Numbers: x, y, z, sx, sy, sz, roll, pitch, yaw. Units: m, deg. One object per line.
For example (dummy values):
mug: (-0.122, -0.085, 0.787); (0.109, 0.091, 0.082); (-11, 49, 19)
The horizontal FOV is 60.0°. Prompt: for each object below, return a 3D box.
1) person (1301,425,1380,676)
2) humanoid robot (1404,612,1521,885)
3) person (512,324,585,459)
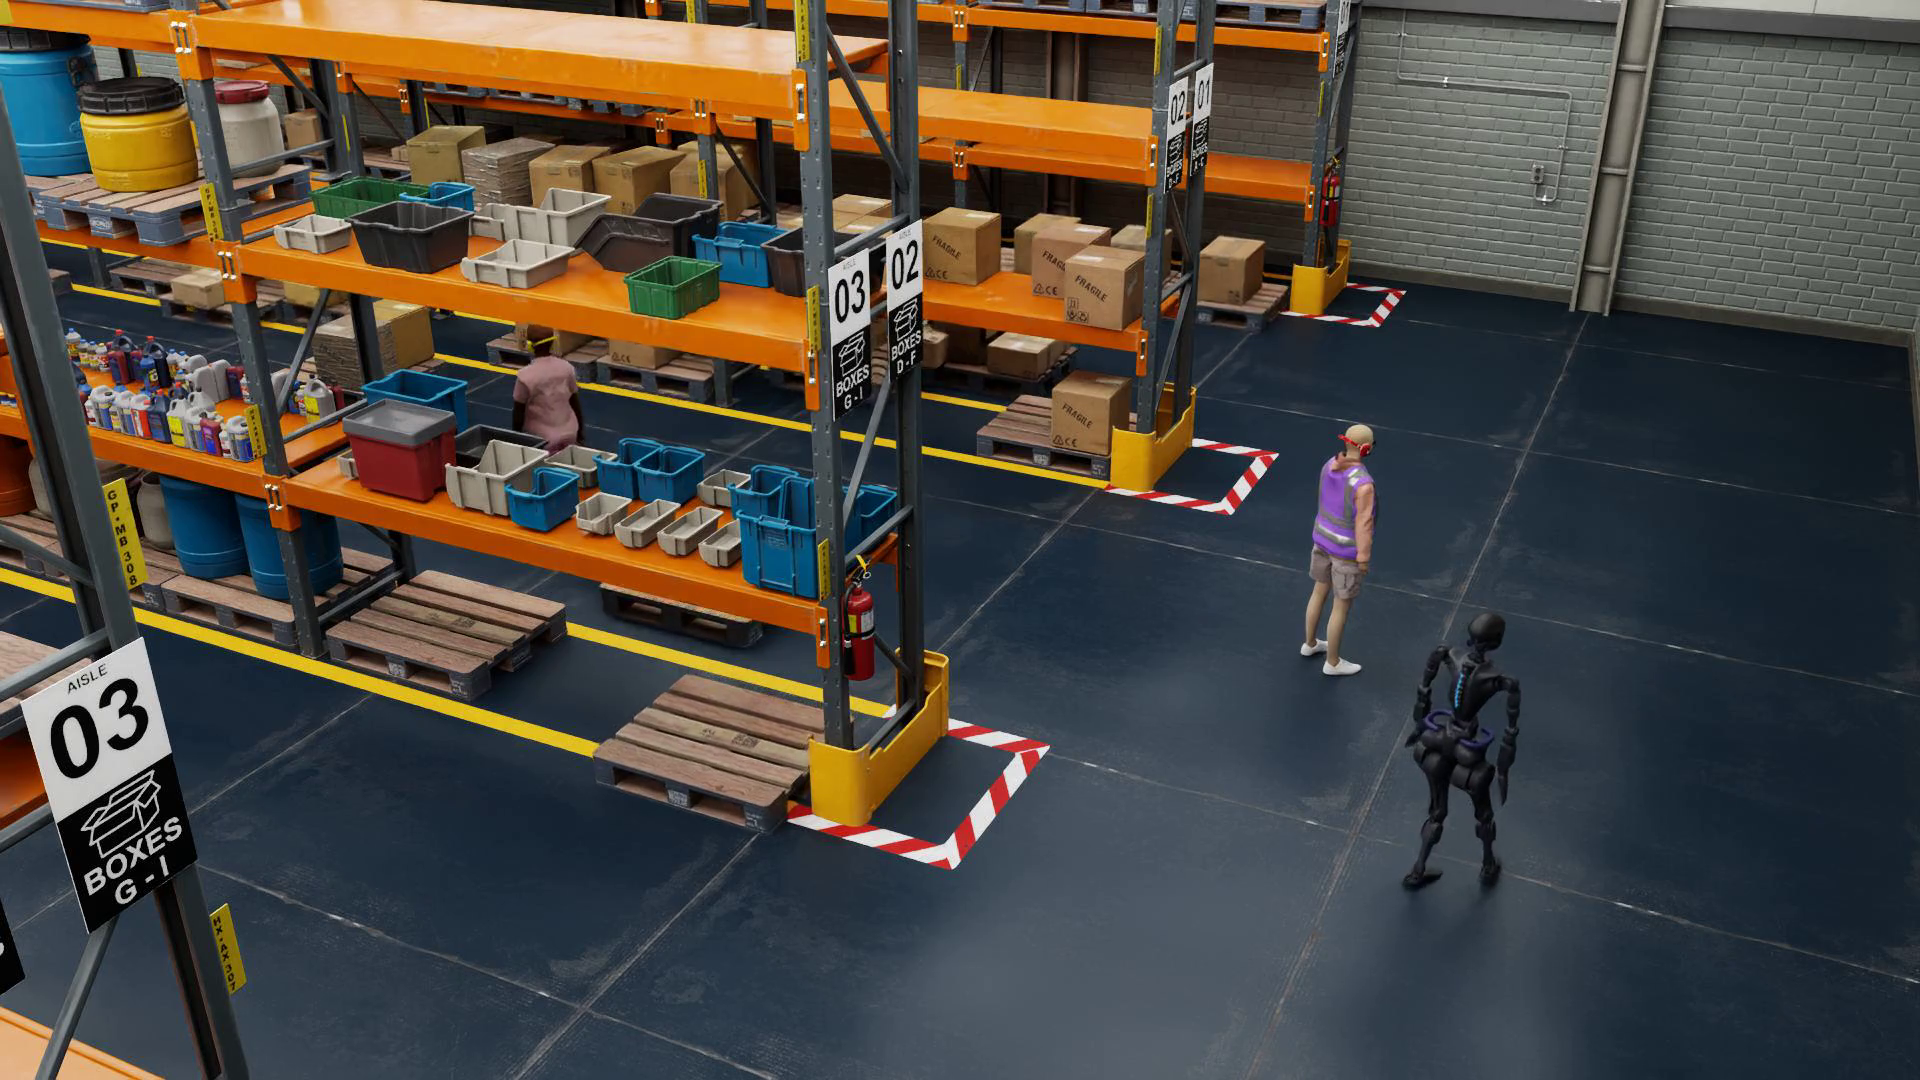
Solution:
person: (2.428, 0.059, 10.586); (0.350, 1.688, 0.489); (-11, 28, -21)
humanoid robot: (2.607, 1.052, 8.606); (0.613, 1.649, 0.545); (23, 34, 39)
person: (-2.980, -0.743, 12.128); (0.943, 1.753, 0.507); (20, 32, 34)
